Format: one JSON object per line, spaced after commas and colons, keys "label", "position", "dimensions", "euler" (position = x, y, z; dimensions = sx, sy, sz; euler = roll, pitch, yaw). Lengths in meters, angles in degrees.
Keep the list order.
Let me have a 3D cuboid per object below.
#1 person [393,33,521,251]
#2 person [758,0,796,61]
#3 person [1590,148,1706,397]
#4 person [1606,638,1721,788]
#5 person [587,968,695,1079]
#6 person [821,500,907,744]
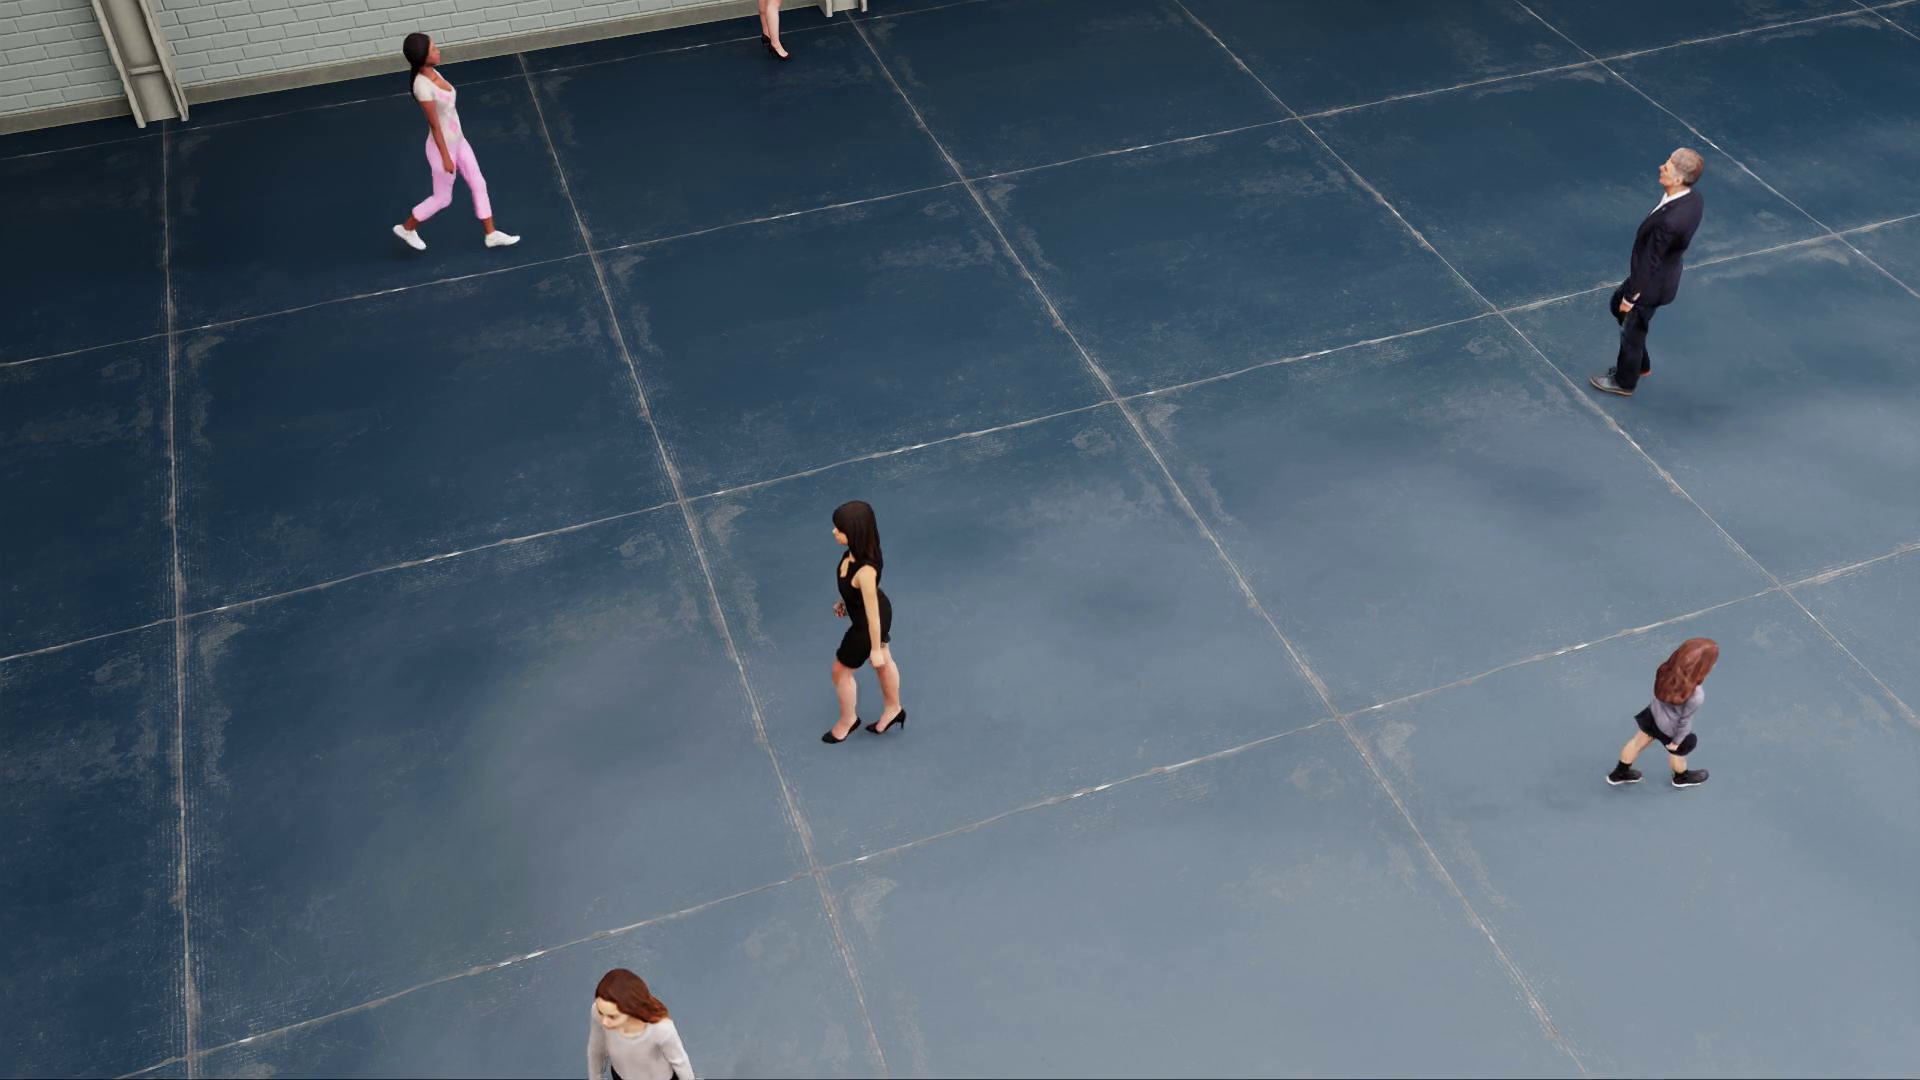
{"label": "person", "position": [-3.775, -2.795, 11.952], "dimensions": [1.173, 1.713, 0.786], "euler": [-3, 43, -3]}
{"label": "person", "position": [-1.645, -4.996, 14.285], "dimensions": [0.496, 1.746, 0.585], "euler": [-13, 45, -14]}
{"label": "person", "position": [4.525, -1.670, 10.678], "dimensions": [0.886, 1.808, 0.797], "euler": [24, 48, 24]}
{"label": "person", "position": [3.557, 0.897, 8.460], "dimensions": [0.765, 1.082, 0.581], "euler": [-6, 43, -6]}
{"label": "person", "position": [-1.255, 2.147, 6.841], "dimensions": [0.784, 1.466, 0.838], "euler": [16, 45, 17]}
{"label": "person", "position": [-0.393, 0.433, 8.554], "dimensions": [0.755, 1.633, 0.677], "euler": [-5, 43, -5]}
